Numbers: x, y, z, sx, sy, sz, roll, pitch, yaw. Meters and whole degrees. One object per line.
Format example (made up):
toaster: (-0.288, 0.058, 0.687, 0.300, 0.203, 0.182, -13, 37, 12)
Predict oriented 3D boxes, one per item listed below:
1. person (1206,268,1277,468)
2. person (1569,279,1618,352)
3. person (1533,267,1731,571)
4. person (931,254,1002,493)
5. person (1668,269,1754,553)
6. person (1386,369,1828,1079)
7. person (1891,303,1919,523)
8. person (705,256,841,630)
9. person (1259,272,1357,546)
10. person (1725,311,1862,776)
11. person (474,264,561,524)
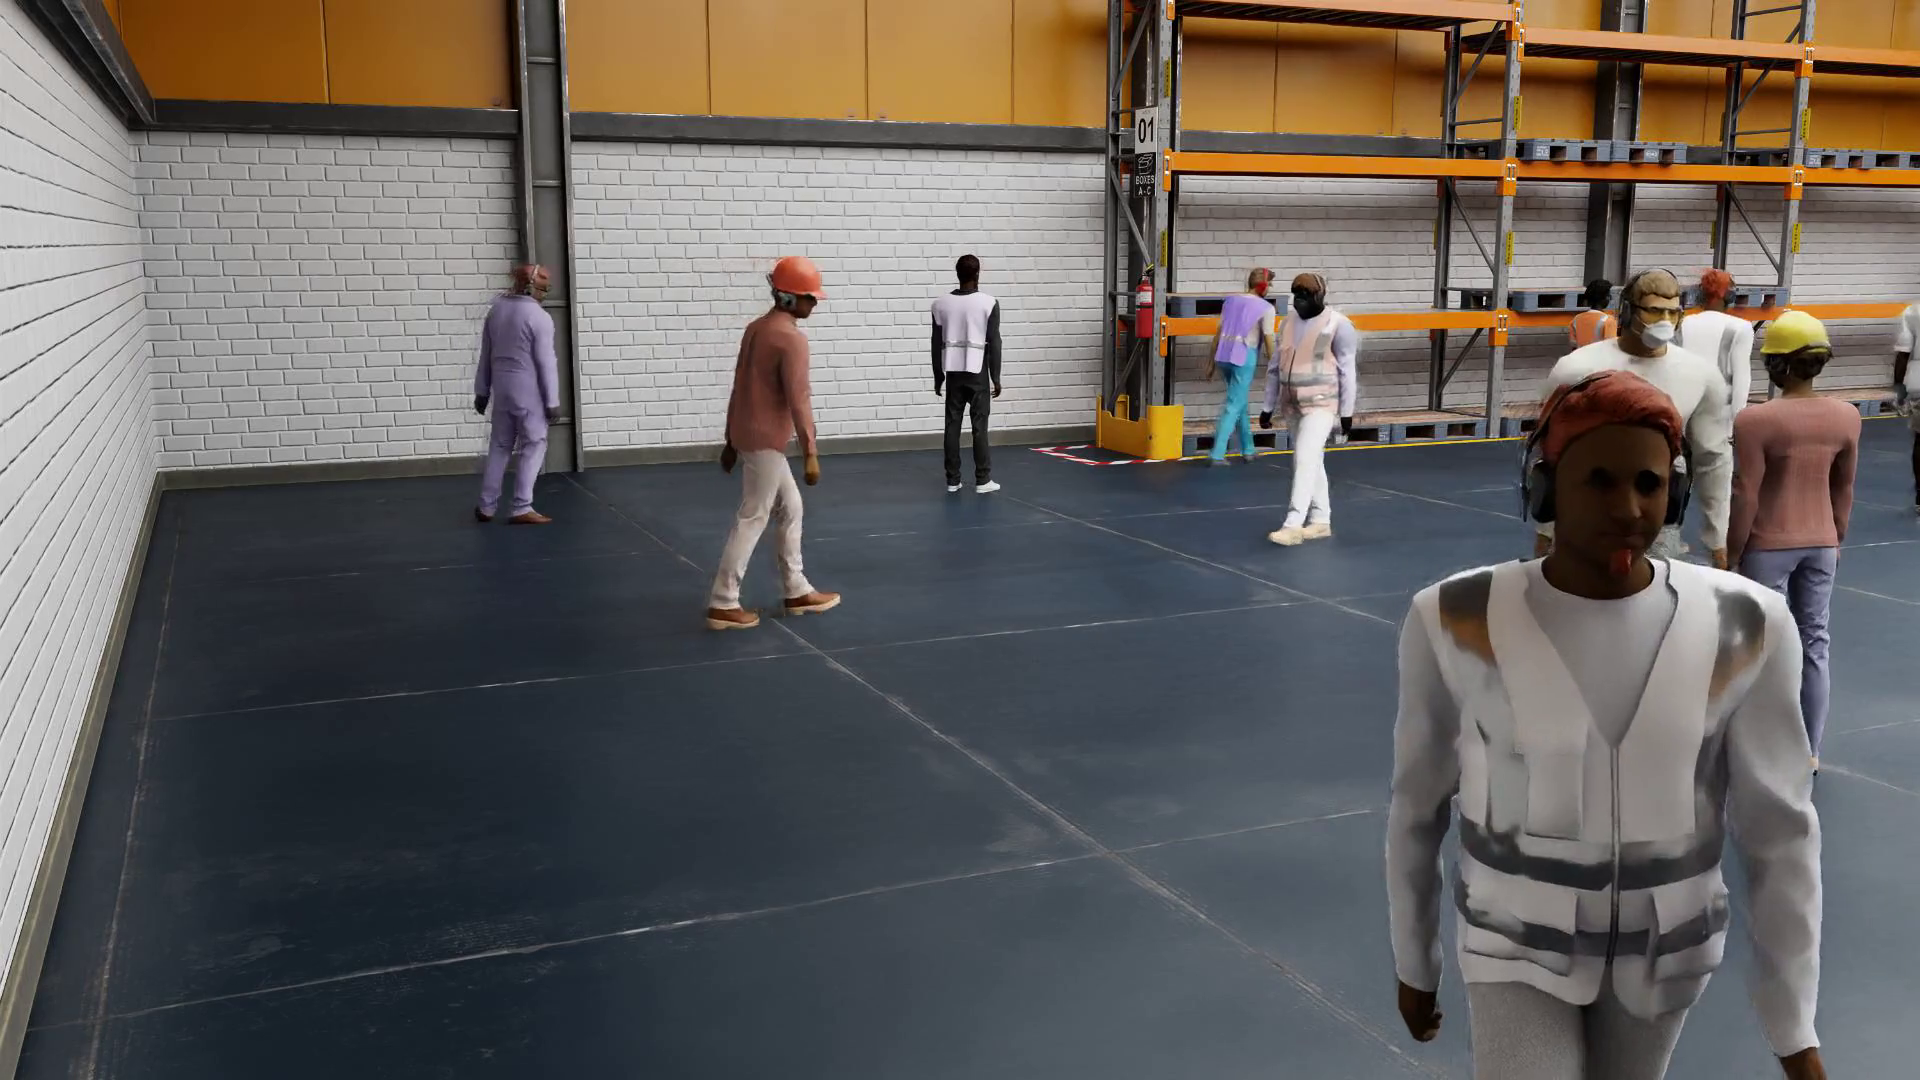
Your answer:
person: (2.576, -1.550, 14.996, 0.884, 1.777, 0.615, -8, 13, -37)
person: (5.610, -1.455, 14.727, 0.318, 1.697, 0.535, -4, 11, -23)
person: (2.477, -0.008, 6.053, 0.662, 1.910, 0.671, 1, 10, 4)
person: (0.051, -1.336, 13.445, 0.589, 1.920, 0.398, 4, 11, 21)
person: (4.842, -0.815, 10.813, 0.836, 1.859, 0.595, -9, 13, -39)
person: (0.948, 0.674, 2.487, 0.574, 1.822, 0.993, 1, 10, 5)
person: (7.205, -1.110, 12.153, 0.960, 1.927, 0.612, -9, 14, -43)
person: (-0.962, -0.503, 8.727, 0.907, 1.936, 0.643, -5, 11, -25)
person: (2.255, -0.872, 11.157, 0.833, 1.808, 0.644, -7, 12, -35)
person: (3.092, 0.030, 6.257, 0.522, 1.770, 0.310, -2, 10, -12)
person: (-3.184, -1.035, 11.936, 0.777, 1.865, 0.473, 6, 12, 32)
